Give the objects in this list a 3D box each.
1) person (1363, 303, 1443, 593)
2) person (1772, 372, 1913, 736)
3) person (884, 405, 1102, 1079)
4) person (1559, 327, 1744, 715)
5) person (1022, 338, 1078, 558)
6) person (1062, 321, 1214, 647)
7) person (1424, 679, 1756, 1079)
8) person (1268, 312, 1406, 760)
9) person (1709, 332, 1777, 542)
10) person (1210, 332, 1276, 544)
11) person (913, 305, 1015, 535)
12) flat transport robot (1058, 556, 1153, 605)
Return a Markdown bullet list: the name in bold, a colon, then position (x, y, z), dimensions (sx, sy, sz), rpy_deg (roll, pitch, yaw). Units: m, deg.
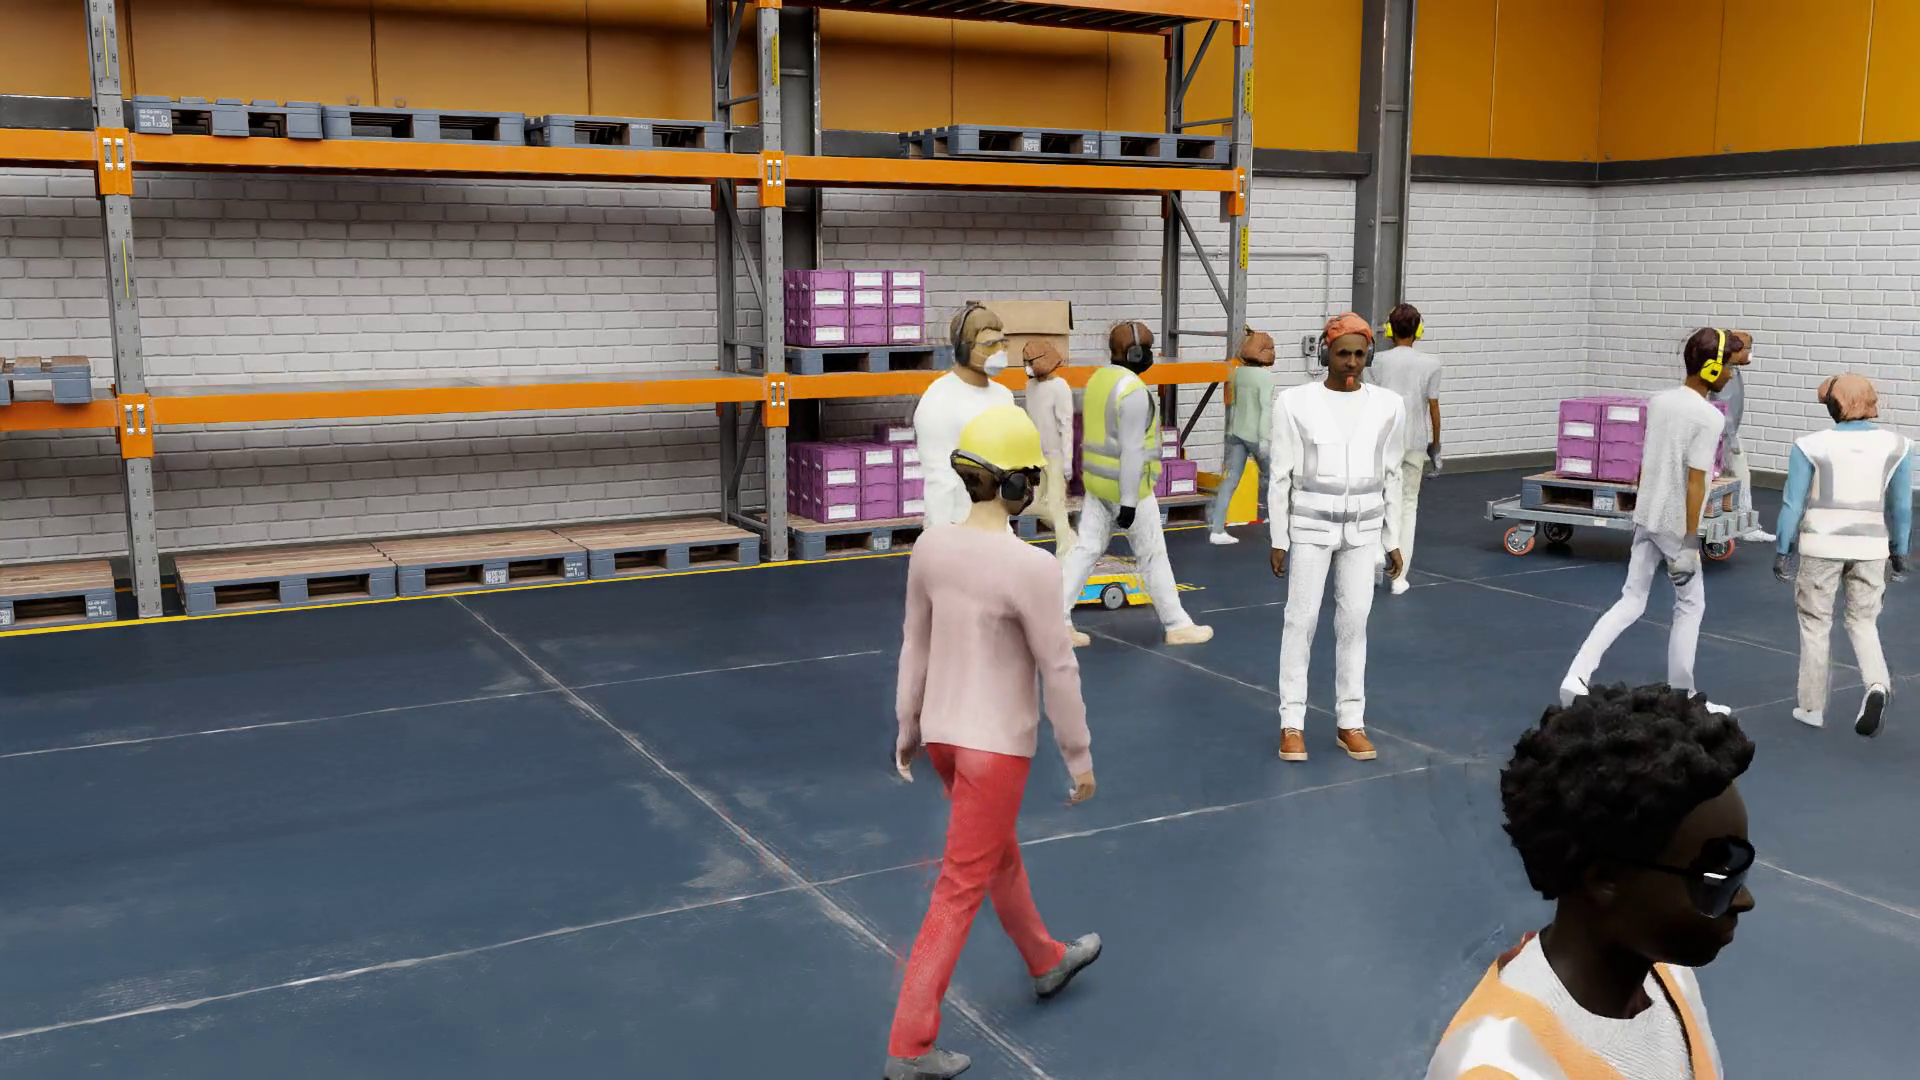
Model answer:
- **person**: position (2.791, -0.566, 10.519), dimensions (0.506, 1.846, 0.450), rpy_deg (4, 10, 21)
- **person**: position (3.911, 0.072, 7.325), dimensions (0.558, 1.615, 0.509), rpy_deg (1, 9, 9)
- **person**: position (0.103, 0.510, 4.357), dimensions (0.922, 1.716, 0.547), rpy_deg (-8, 12, -39)
- **person**: position (3.117, -0.050, 7.481), dimensions (0.889, 1.820, 0.597), rpy_deg (-2, 10, -14)
- **person**: position (0.609, -0.529, 10.992), dimensions (0.442, 1.609, 0.581), rpy_deg (-5, 11, -28)
- **person**: position (0.886, -0.289, 9.051), dimensions (0.988, 1.791, 0.635), rpy_deg (-4, 10, -22)
- **person**: position (0.612, 0.963, 1.707), dimensions (0.367, 1.688, 0.535), rpy_deg (8, 12, 41)
- **person**: position (1.578, -0.007, 6.992), dimensions (0.573, 1.886, 0.355), rpy_deg (-1, 9, -3)
- **person**: position (5.775, -0.785, 12.635), dimensions (0.844, 1.591, 0.504), rpy_deg (9, 13, 43)
- **person**: position (2.231, -0.761, 12.467), dimensions (0.845, 1.579, 0.520), rpy_deg (-5, 10, -26)
- **person**: position (0.030, 0.018, 6.729), dimensions (0.499, 1.924, 0.632), rpy_deg (7, 12, 36)
- **flat transport robot**: position (0.522, 0.270, 10.211), dimensions (1.431, 0.197, 0.652), rpy_deg (-3, 10, -20)
